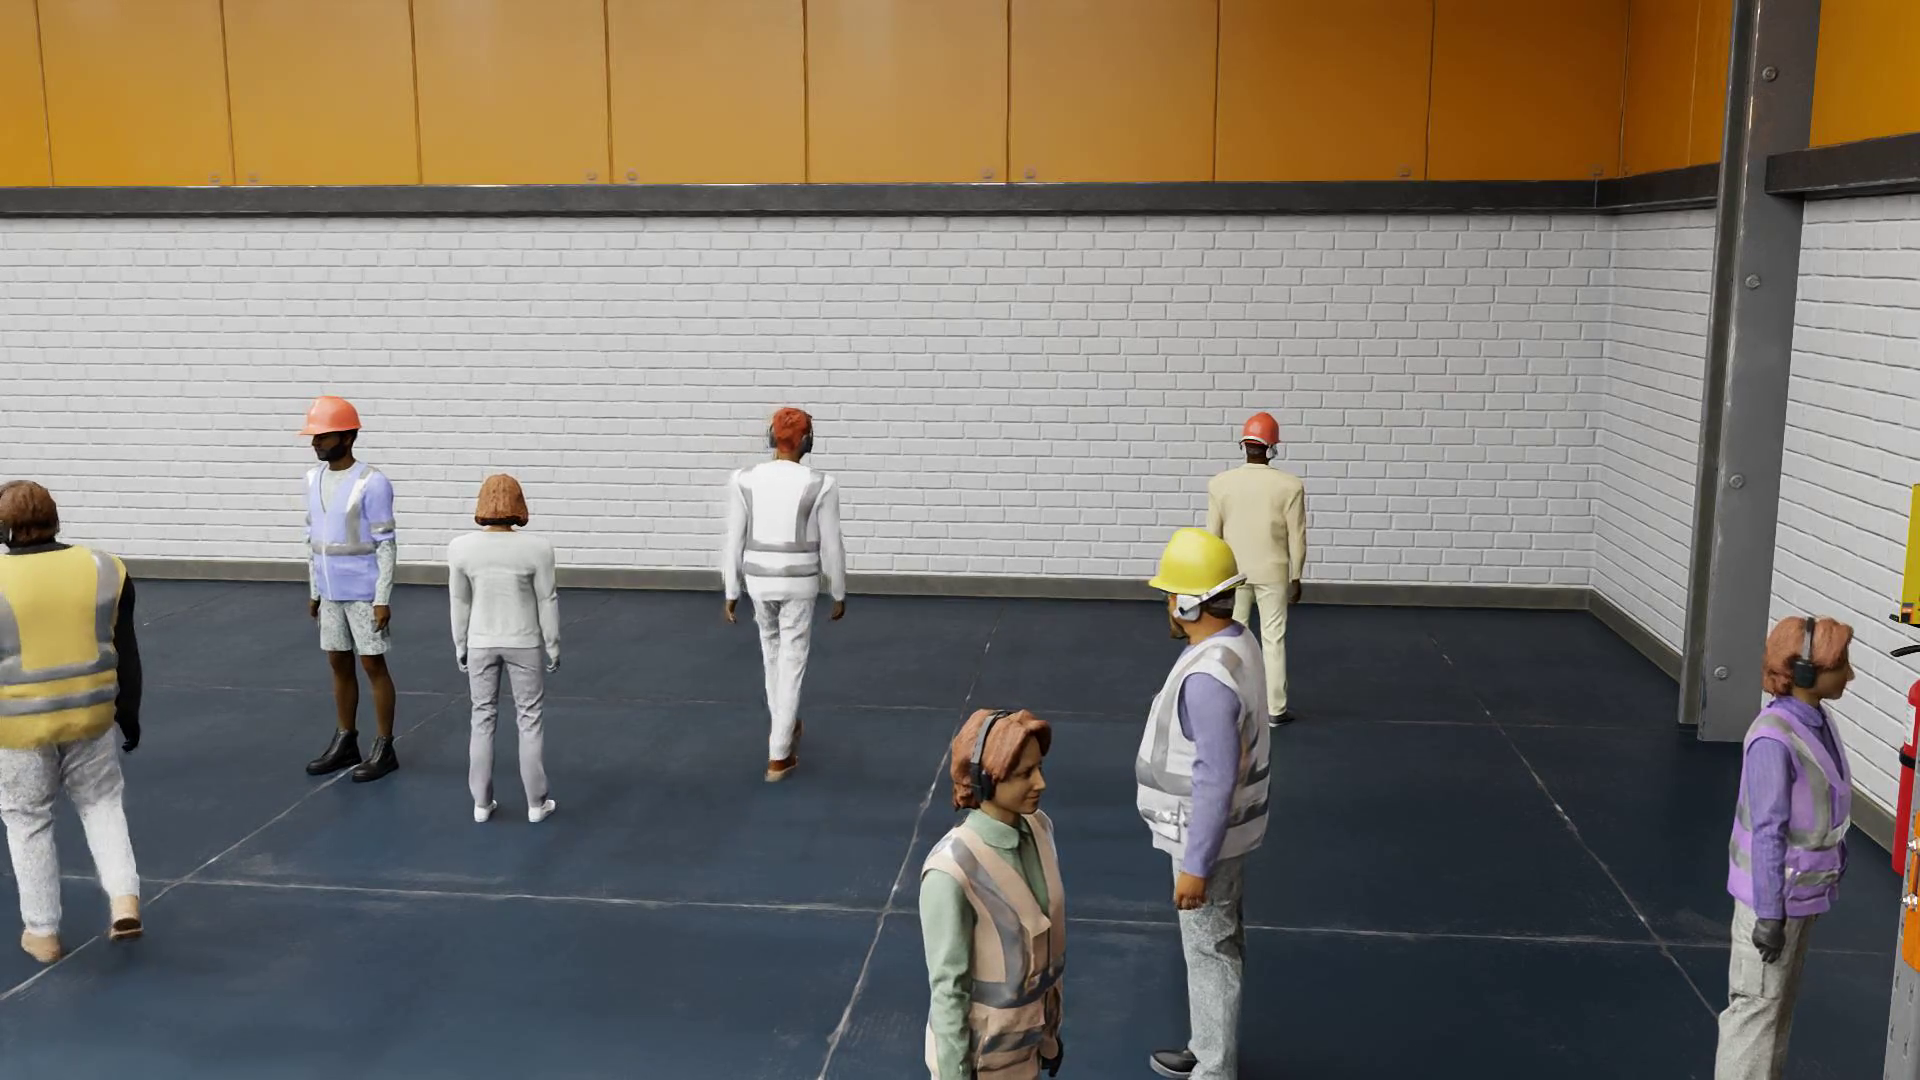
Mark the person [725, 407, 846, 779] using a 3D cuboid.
[{"bbox_3d":[-0.851,0.239,8.571,0.594,1.854,0.853,3,10,15],"label":"person"}]

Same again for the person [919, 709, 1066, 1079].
[{"bbox_3d":[0.079,1.181,3.796,0.309,1.641,0.511,5,11,26],"label":"person"}]

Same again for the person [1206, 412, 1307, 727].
[{"bbox_3d":[1.653,0.164,9.289,0.564,1.752,0.337,4,11,23],"label":"person"}]

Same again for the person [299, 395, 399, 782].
[{"bbox_3d":[-3.059,0.245,8.304,0.547,1.938,0.377,5,11,27],"label":"person"}]

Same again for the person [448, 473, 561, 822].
[{"bbox_3d":[-2.101,0.505,7.711,0.501,1.626,0.278,0,10,1],"label":"person"}]

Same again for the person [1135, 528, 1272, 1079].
[{"bbox_3d":[0.732,0.869,5.042,0.404,1.829,0.591,3,10,14],"label":"person"}]

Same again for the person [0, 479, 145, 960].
[{"bbox_3d":[-3.364,0.678,6.142,0.523,1.824,0.643,9,13,42],"label":"person"}]

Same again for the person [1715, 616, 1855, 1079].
[{"bbox_3d":[2.341,1.019,4.733,0.306,1.638,0.522,8,13,38],"label":"person"}]
